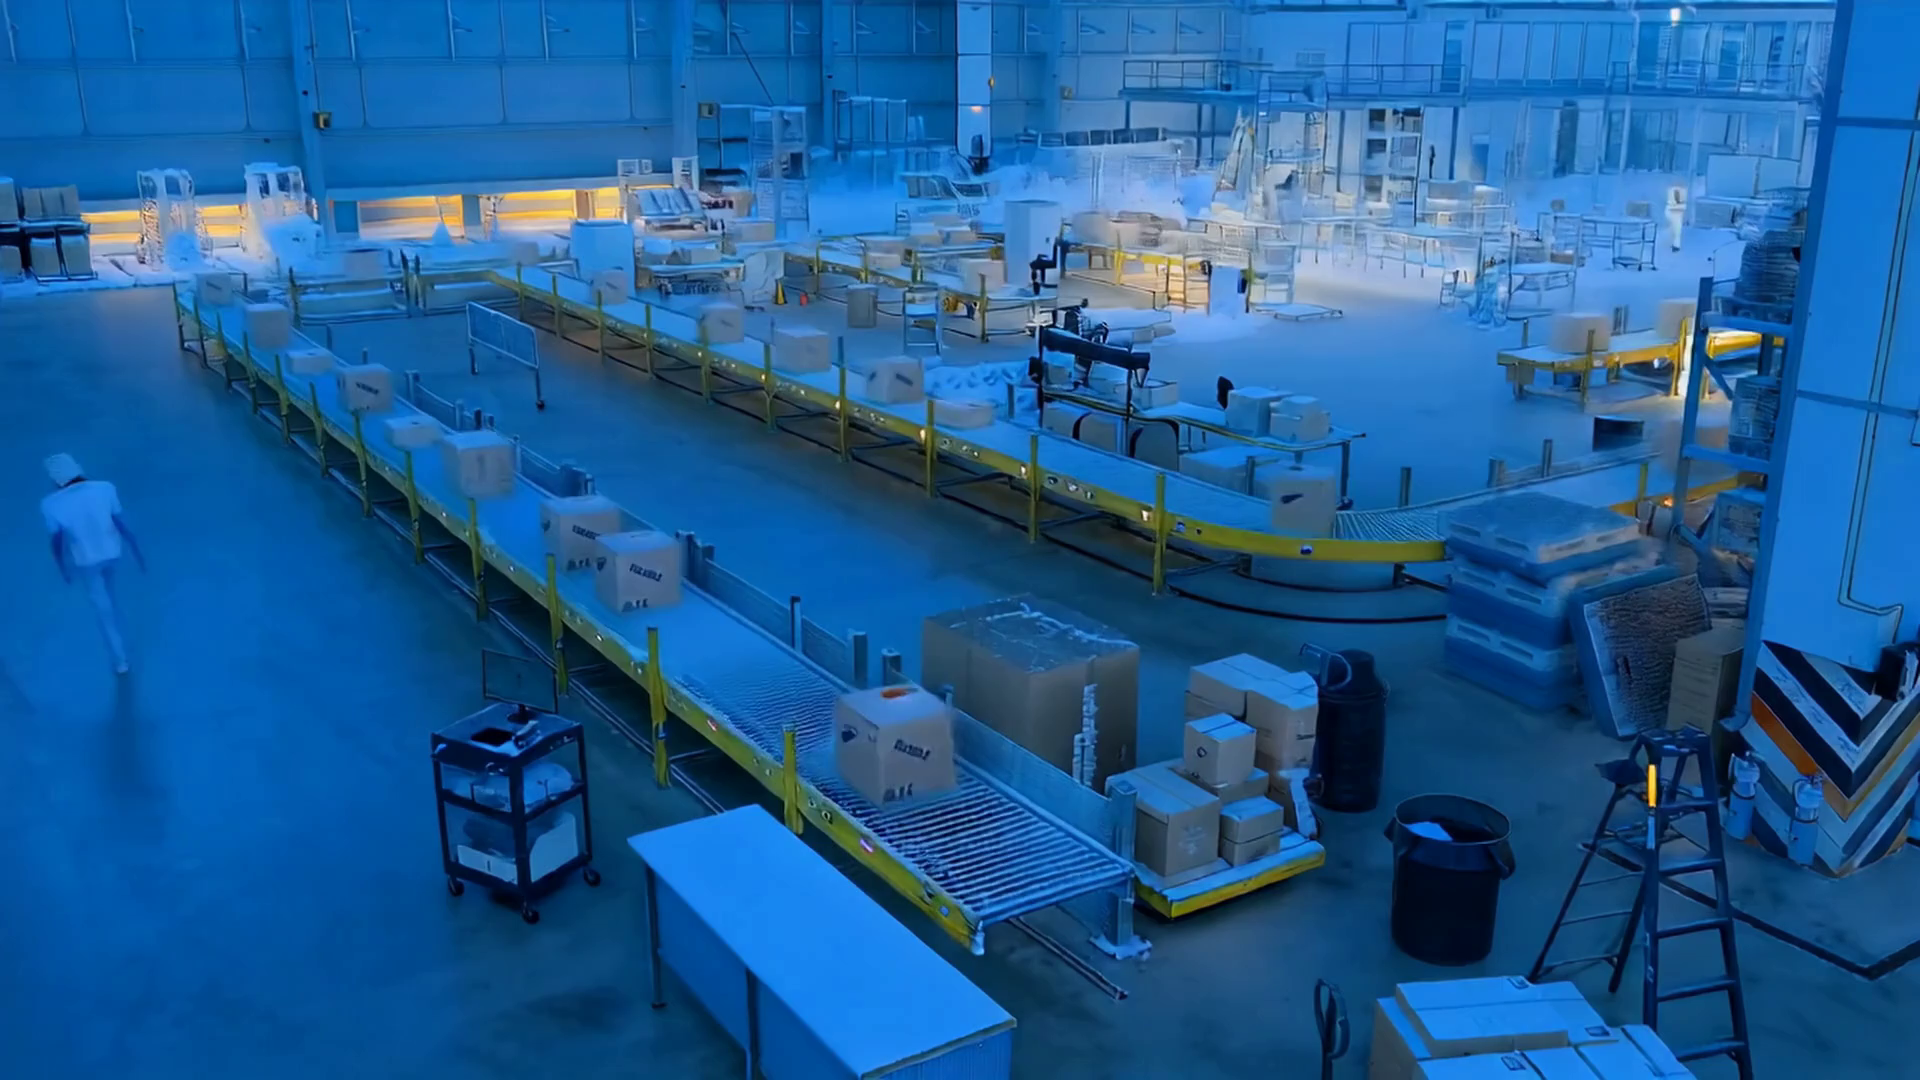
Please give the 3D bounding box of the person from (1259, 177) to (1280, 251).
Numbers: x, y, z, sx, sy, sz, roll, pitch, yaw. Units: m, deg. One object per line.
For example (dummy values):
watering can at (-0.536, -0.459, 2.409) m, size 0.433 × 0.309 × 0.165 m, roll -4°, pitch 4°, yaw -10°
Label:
person at (7.367, -7.743, 39.783) m, size 0.820 × 1.824 × 0.537 m, roll 9°, pitch 19°, yaw 27°

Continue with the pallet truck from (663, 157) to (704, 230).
pallet truck at (-7.586, -9.308, 44.692) m, size 0.823 × 1.965 × 1.885 m, roll -11°, pitch 20°, yaw -33°

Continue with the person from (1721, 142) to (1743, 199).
person at (24.029, -11.412, 51.809) m, size 0.587 × 1.930 × 0.355 m, roll 1°, pitch 17°, yaw 2°

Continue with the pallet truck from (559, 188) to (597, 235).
pallet truck at (-10.010, -8.652, 43.699) m, size 0.653 × 1.274 × 1.630 m, roll -10°, pitch 20°, yaw -31°

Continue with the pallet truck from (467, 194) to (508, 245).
pallet truck at (-11.983, -8.177, 42.137) m, size 0.704 × 1.261 × 1.522 m, roll -11°, pitch 20°, yaw -33°

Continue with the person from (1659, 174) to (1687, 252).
person at (17.373, -7.965, 40.454) m, size 0.590 × 1.864 × 0.652 m, roll -10°, pitch 19°, yaw -29°

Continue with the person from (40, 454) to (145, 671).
person at (-7.056, 0.155, 13.555) m, size 0.660 × 1.788 × 0.764 m, roll -13°, pitch 21°, yaw -37°

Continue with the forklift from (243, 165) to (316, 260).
forklift at (-15.898, -7.669, 38.708) m, size 1.157 × 1.987 × 2.680 m, roll -11°, pitch 20°, yaw -33°

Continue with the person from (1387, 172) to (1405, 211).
person at (13.101, -10.864, 50.353) m, size 0.938 × 1.721 × 0.527 m, roll 13°, pitch 21°, yaw 37°

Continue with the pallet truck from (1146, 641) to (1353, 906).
pallet truck at (1.664, 1.407, 10.232) m, size 1.630 × 1.274 × 0.653 m, roll -10°, pitch 20°, yaw -31°

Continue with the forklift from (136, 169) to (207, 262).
forklift at (-17.842, -7.318, 37.559) m, size 1.157 × 1.987 × 2.680 m, roll -10°, pitch 20°, yaw -31°

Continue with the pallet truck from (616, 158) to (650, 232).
pallet truck at (-8.918, -9.176, 44.255) m, size 0.823 × 1.965 × 1.885 m, roll -9°, pitch 19°, yaw -27°

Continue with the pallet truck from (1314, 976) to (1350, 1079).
pallet truck at (2.299, 2.390, 7.086) m, size 1.601 × 1.201 × 0.680 m, roll -2°, pitch 17°, yaw -7°

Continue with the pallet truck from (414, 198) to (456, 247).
pallet truck at (-13.250, -8.060, 41.856) m, size 0.680 × 1.201 × 1.601 m, roll -10°, pitch 20°, yaw -31°
